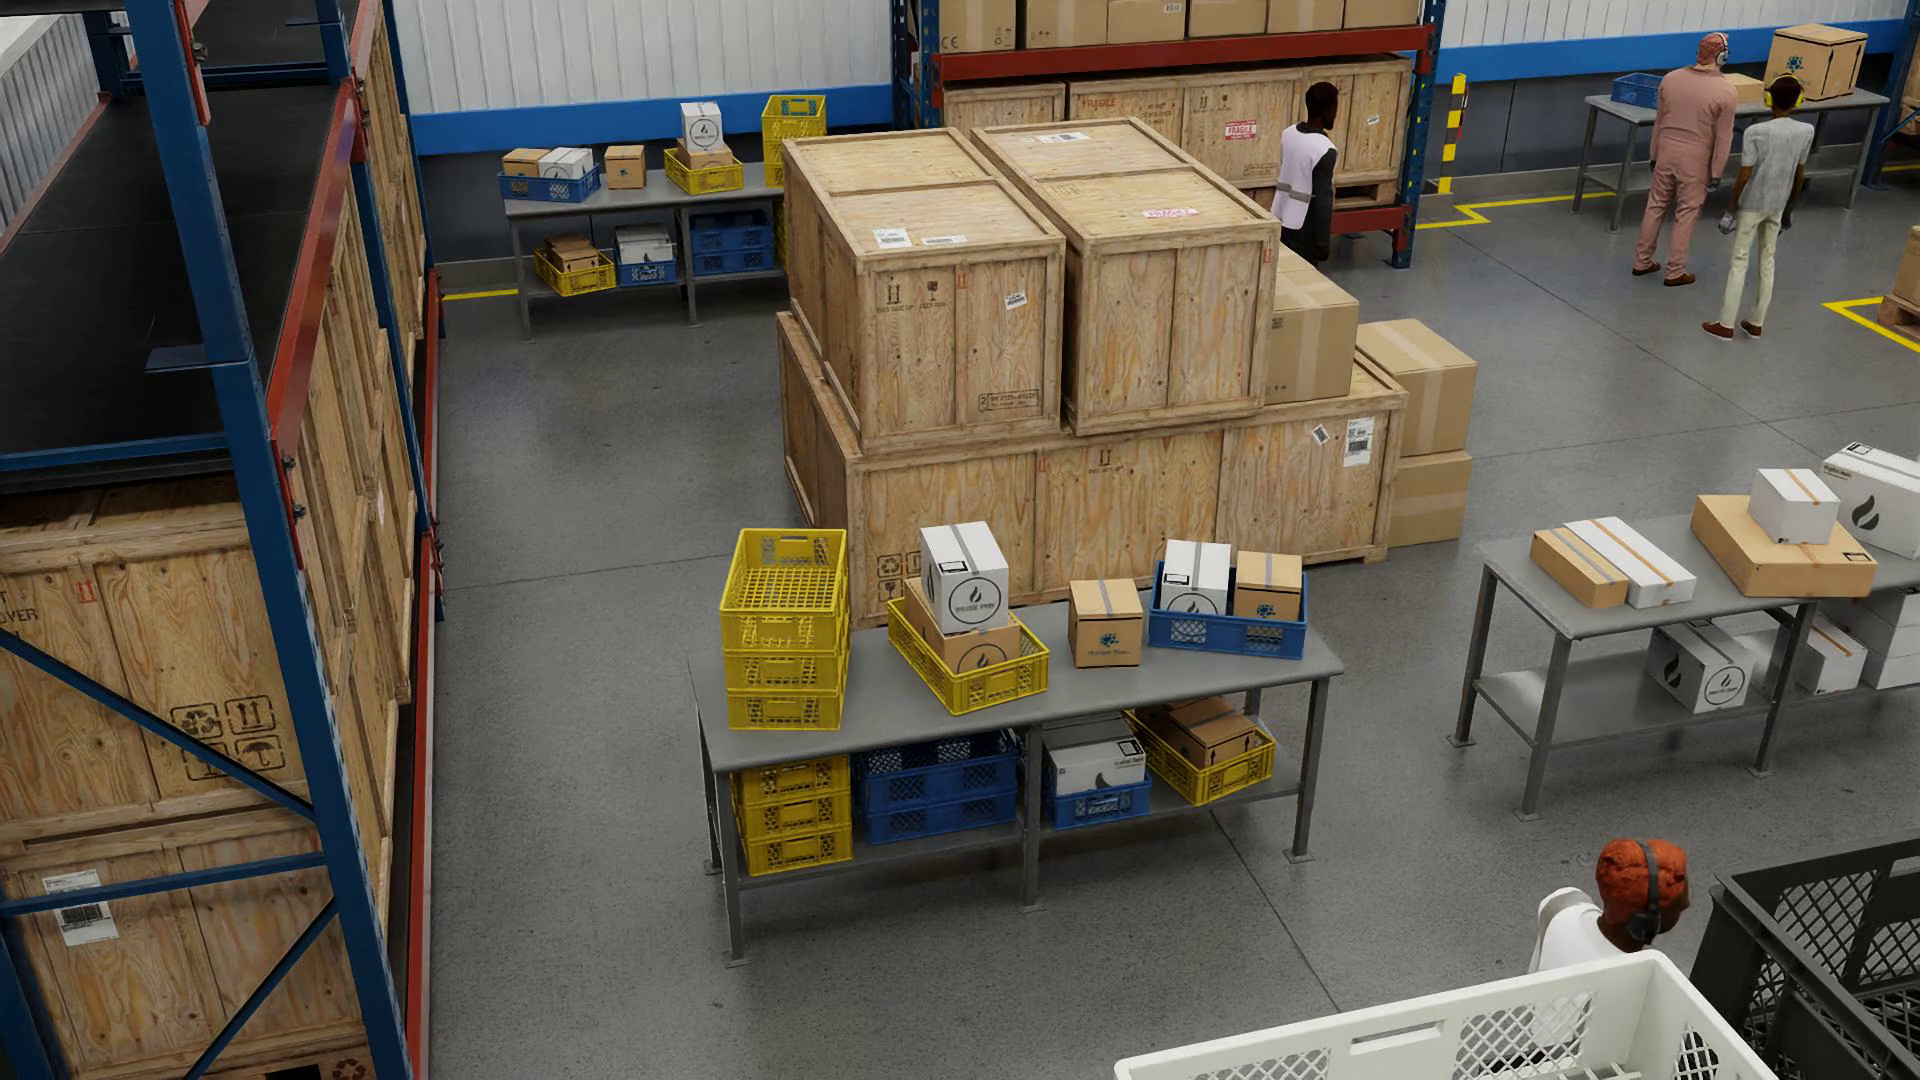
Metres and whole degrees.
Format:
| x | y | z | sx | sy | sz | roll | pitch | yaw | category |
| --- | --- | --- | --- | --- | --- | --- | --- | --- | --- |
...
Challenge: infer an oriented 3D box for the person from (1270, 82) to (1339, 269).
| x | y | z | sx | sy | sz | roll | pitch | yaw | category |
| --- | --- | --- | --- | --- | --- | --- | --- | --- | --- |
| 2.313 | -2.139 | 11.286 | 0.386 | 1.911 | 0.589 | -9 | 30 | -16 | person |

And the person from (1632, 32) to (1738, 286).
| x | y | z | sx | sy | sz | roll | pitch | yaw | category |
| --- | --- | --- | --- | --- | --- | --- | --- | --- | --- |
| 5.553 | -2.897 | 12.678 | 0.402 | 1.900 | 0.636 | -20 | 35 | -32 | person |

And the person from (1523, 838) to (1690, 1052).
| x | y | z | sx | sy | sz | roll | pitch | yaw | category |
| --- | --- | --- | --- | --- | --- | --- | --- | --- | --- |
| 1.693 | 1.585 | 4.552 | 0.354 | 1.883 | 0.573 | -2 | 29 | -4 | person |

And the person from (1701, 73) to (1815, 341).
| x | y | z | sx | sy | sz | roll | pitch | yaw | category |
| --- | --- | --- | --- | --- | --- | --- | --- | --- | --- |
| 5.590 | -2.309 | 11.641 | 0.513 | 1.865 | 0.329 | -2 | 29 | -4 | person |
